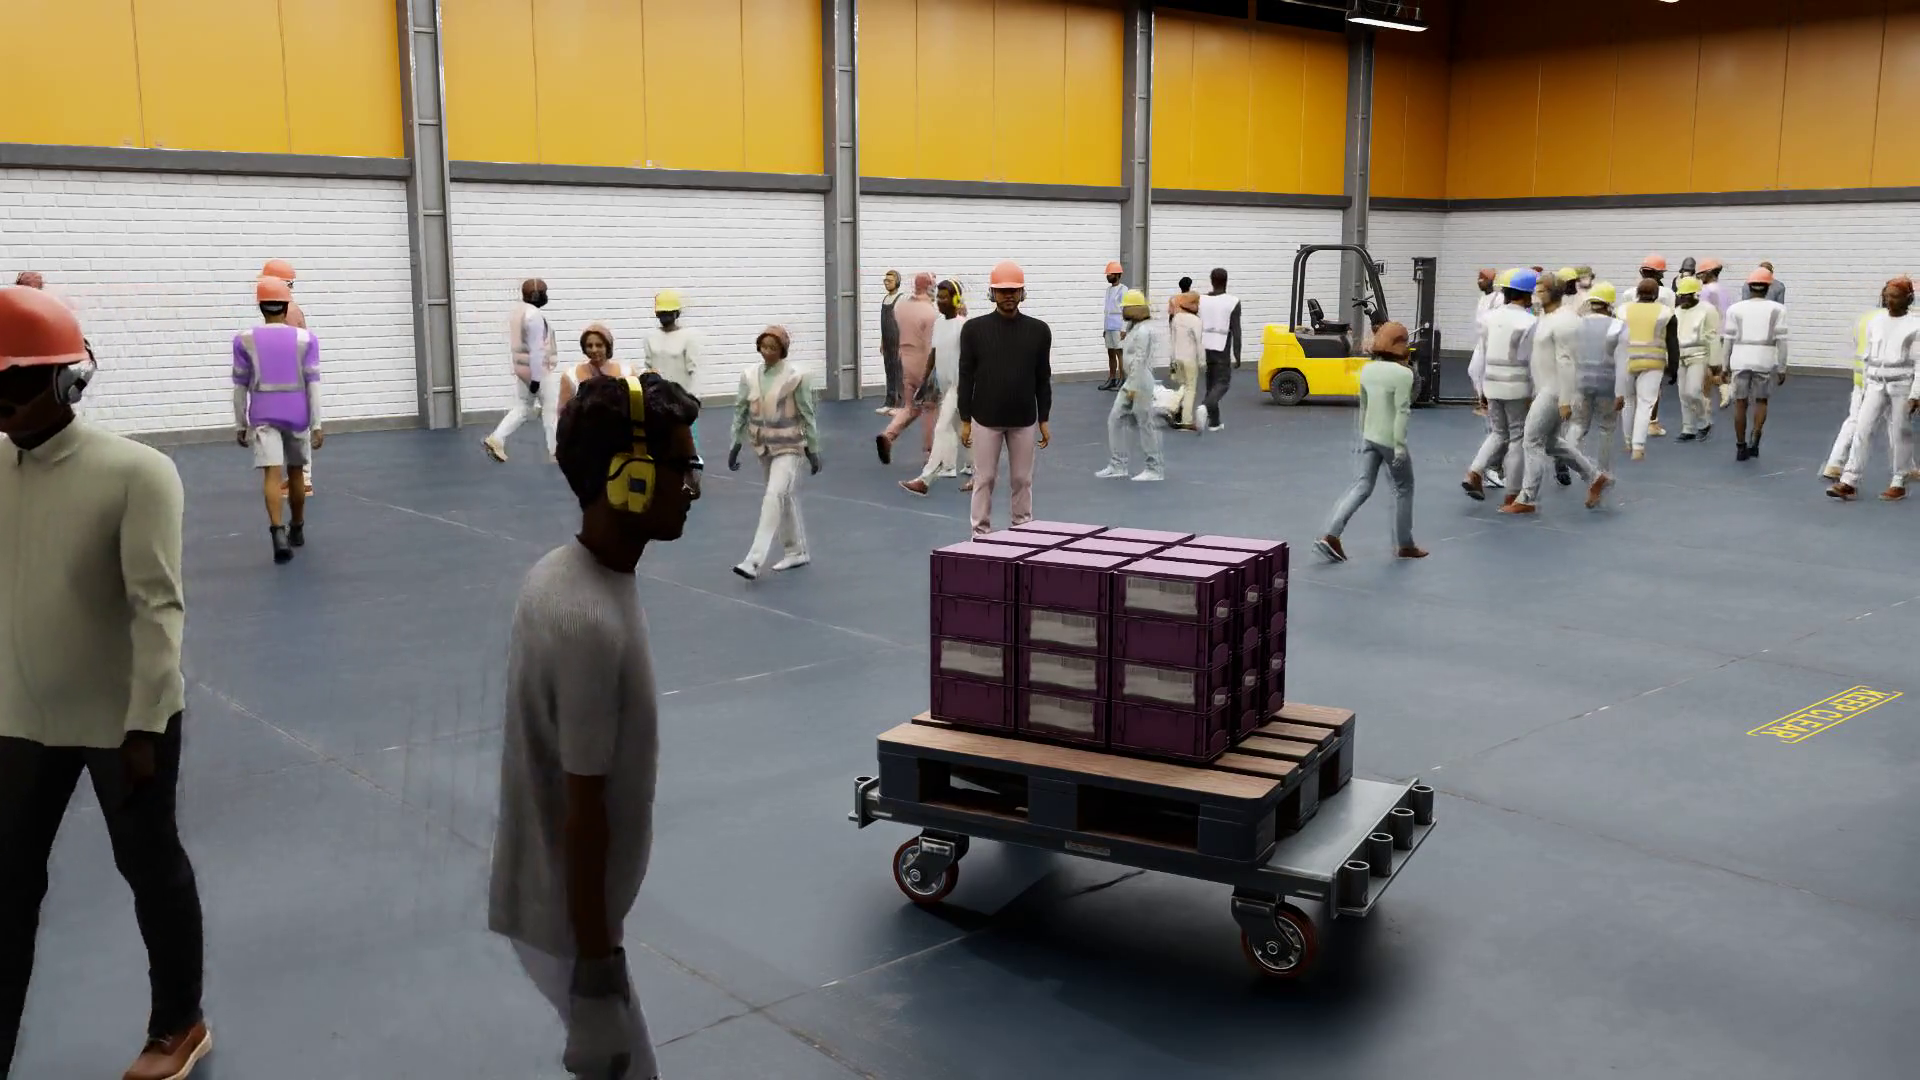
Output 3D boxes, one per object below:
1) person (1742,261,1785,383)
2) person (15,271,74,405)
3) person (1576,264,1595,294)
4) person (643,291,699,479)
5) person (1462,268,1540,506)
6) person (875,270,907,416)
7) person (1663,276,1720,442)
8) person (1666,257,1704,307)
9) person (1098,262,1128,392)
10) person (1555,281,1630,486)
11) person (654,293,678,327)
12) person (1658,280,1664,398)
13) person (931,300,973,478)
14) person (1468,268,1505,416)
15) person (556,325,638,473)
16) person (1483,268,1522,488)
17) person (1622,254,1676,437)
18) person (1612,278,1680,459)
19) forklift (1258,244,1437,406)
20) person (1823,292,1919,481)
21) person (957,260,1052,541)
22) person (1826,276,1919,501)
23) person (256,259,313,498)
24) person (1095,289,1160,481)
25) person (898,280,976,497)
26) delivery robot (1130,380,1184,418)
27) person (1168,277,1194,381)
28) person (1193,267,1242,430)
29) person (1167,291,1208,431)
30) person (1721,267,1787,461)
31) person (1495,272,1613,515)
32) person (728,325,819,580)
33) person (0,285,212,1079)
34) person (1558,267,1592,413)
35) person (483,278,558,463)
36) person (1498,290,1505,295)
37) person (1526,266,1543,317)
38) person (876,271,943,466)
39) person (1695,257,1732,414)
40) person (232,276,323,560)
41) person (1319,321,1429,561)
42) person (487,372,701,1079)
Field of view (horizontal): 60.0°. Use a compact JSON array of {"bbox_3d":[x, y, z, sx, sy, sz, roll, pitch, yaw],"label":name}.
[{"bbox_3d":[12.769,-3.461,26.500,0.634,1.938,0.355,4,10,22],"label":"person"},{"bbox_3d":[-7.907,-1.356,14.303,0.476,1.898,0.664,8,12,38],"label":"person"},{"bbox_3d":[8.371,-2.750,22.401,0.630,1.916,0.627,0,10,1],"label":"person"},{"bbox_3d":[-2.449,-1.213,13.978,0.531,1.722,0.882,2,10,13],"label":"person"},{"bbox_3d":[4.373,-1.192,13.274,0.527,1.922,0.628,-5,11,-25],"label":"person"},{"bbox_3d":[-0.857,-2.505,21.177,0.338,1.846,0.514,-7,12,-36],"label":"person"},{"bbox_3d":[7.907,-1.946,18.020,0.445,1.809,0.617,-4,10,-22],"label":"person"},{"bbox_3d":[12.052,-3.735,27.806,0.709,2.000,0.872,8,13,40],"label":"person"},{"bbox_3d":[2.302,-3.189,24.912,0.365,1.935,0.552,-5,11,-28],"label":"person"},{"bbox_3d":[5.505,-1.344,14.488,0.746,1.811,0.599,-9,13,-44],"label":"person"},{"bbox_3d":[-3.201,-1.901,18.295,0.288,1.625,0.497,-1,10,-3],"label":"person"},{"bbox_3d":[9.877,-2.869,23.741,0.319,1.697,0.532,-3,10,-15],"label":"person"},{"bbox_3d":[-0.035,-1.381,15.206,0.525,1.637,0.307,-8,12,-38],"label":"person"},{"bbox_3d":[6.671,-2.485,20.994,0.464,1.864,0.613,-2,10,-14],"label":"person"},{"bbox_3d":[-2.293,-0.576,10.626,0.534,1.592,0.881,0,10,-3],"label":"person"},{"bbox_3d":[4.742,-1.383,14.391,0.409,1.915,0.608,0,10,2],"label":"person"},{"bbox_3d":[7.721,-2.176,18.673,0.607,2.044,0.378,10,14,44],"label":"person"},{"bbox_3d":[6.926,-1.739,16.836,0.665,1.791,0.937,6,11,31],"label":"person"},{"bbox_3d":[5.256,-2.933,22.661,2.313,2.155,1.214,3,10,16],"label":"forklift"},{"bbox_3d":[8.222,-1.385,14.852,0.994,1.772,0.682,-3,10,-17],"label":"person"},{"bbox_3d":[0.289,-0.781,10.648,0.611,1.995,0.375,-2,10,-9],"label":"person"},{"bbox_3d":[7.561,-1.217,13.624,0.898,1.847,0.596,-6,11,-30],"label":"person"},{"bbox_3d":[-5.671,-1.355,14.000,0.375,1.997,0.612,-5,11,-27],"label":"person"},{"bbox_3d":[1.505,-1.374,14.937,0.680,1.721,0.494,-2,10,-11],"label":"person"},{"bbox_3d":[-0.125,-1.280,14.102,0.987,1.815,0.517,-6,11,-30],"label":"person"},{"bbox_3d":[2.331,-1.643,19.627,0.707,0.478,0.477,0,10,2],"label":"delivery robot"},{"bbox_3d":[3.616,-3.402,26.883,0.532,1.691,0.318,4,10,22],"label":"person"},{"bbox_3d":[2.910,-2.173,19.079,0.613,1.896,0.767,7,12,36],"label":"person"},{"bbox_3d":[2.662,-2.067,19.270,0.336,1.620,0.522,-5,11,-29],"label":"person"},{"bbox_3d":[7.850,-1.734,16.456,0.579,1.914,0.431,5,11,26],"label":"person"},{"bbox_3d":[4.689,-1.131,12.976,0.865,1.915,0.638,0,10,3],"label":"person"},{"bbox_3d":[-1.203,-0.540,10.404,0.548,1.581,0.881,6,12,33],"label":"person"},{"bbox_3d":[-2.049,0.421,3.742,0.617,1.952,0.880,1,10,5],"label":"person"},{"bbox_3d":[7.974,-2.610,21.676,0.593,1.891,0.780,8,13,39],"label":"person"},{"bbox_3d":[-4.206,-1.630,16.150,0.832,1.821,0.617,-7,12,-34],"label":"person"},{"bbox_3d":[9.281,-3.671,28.237,0.533,1.767,0.327,1,10,8],"label":"person"},{"bbox_3d":[10.081,-3.914,29.433,0.374,1.840,0.571,-1,10,-3],"label":"person"},{"bbox_3d":[-0.412,-1.617,15.859,0.735,1.888,0.654,-7,12,-36],"label":"person"},{"bbox_3d":[9.659,-2.604,21.267,0.657,2.011,0.684,-7,12,-36],"label":"person"},{"bbox_3d":[-4.604,-0.831,11.246,0.557,1.899,0.971,-4,10,-22],"label":"person"},{"bbox_3d":[2.760,-0.645,11.000,0.795,1.605,0.507,-5,11,-25],"label":"person"},{"bbox_3d":[-0.697,0.642,2.775,0.582,1.841,0.580,-3,10,-16],"label":"person"}]
